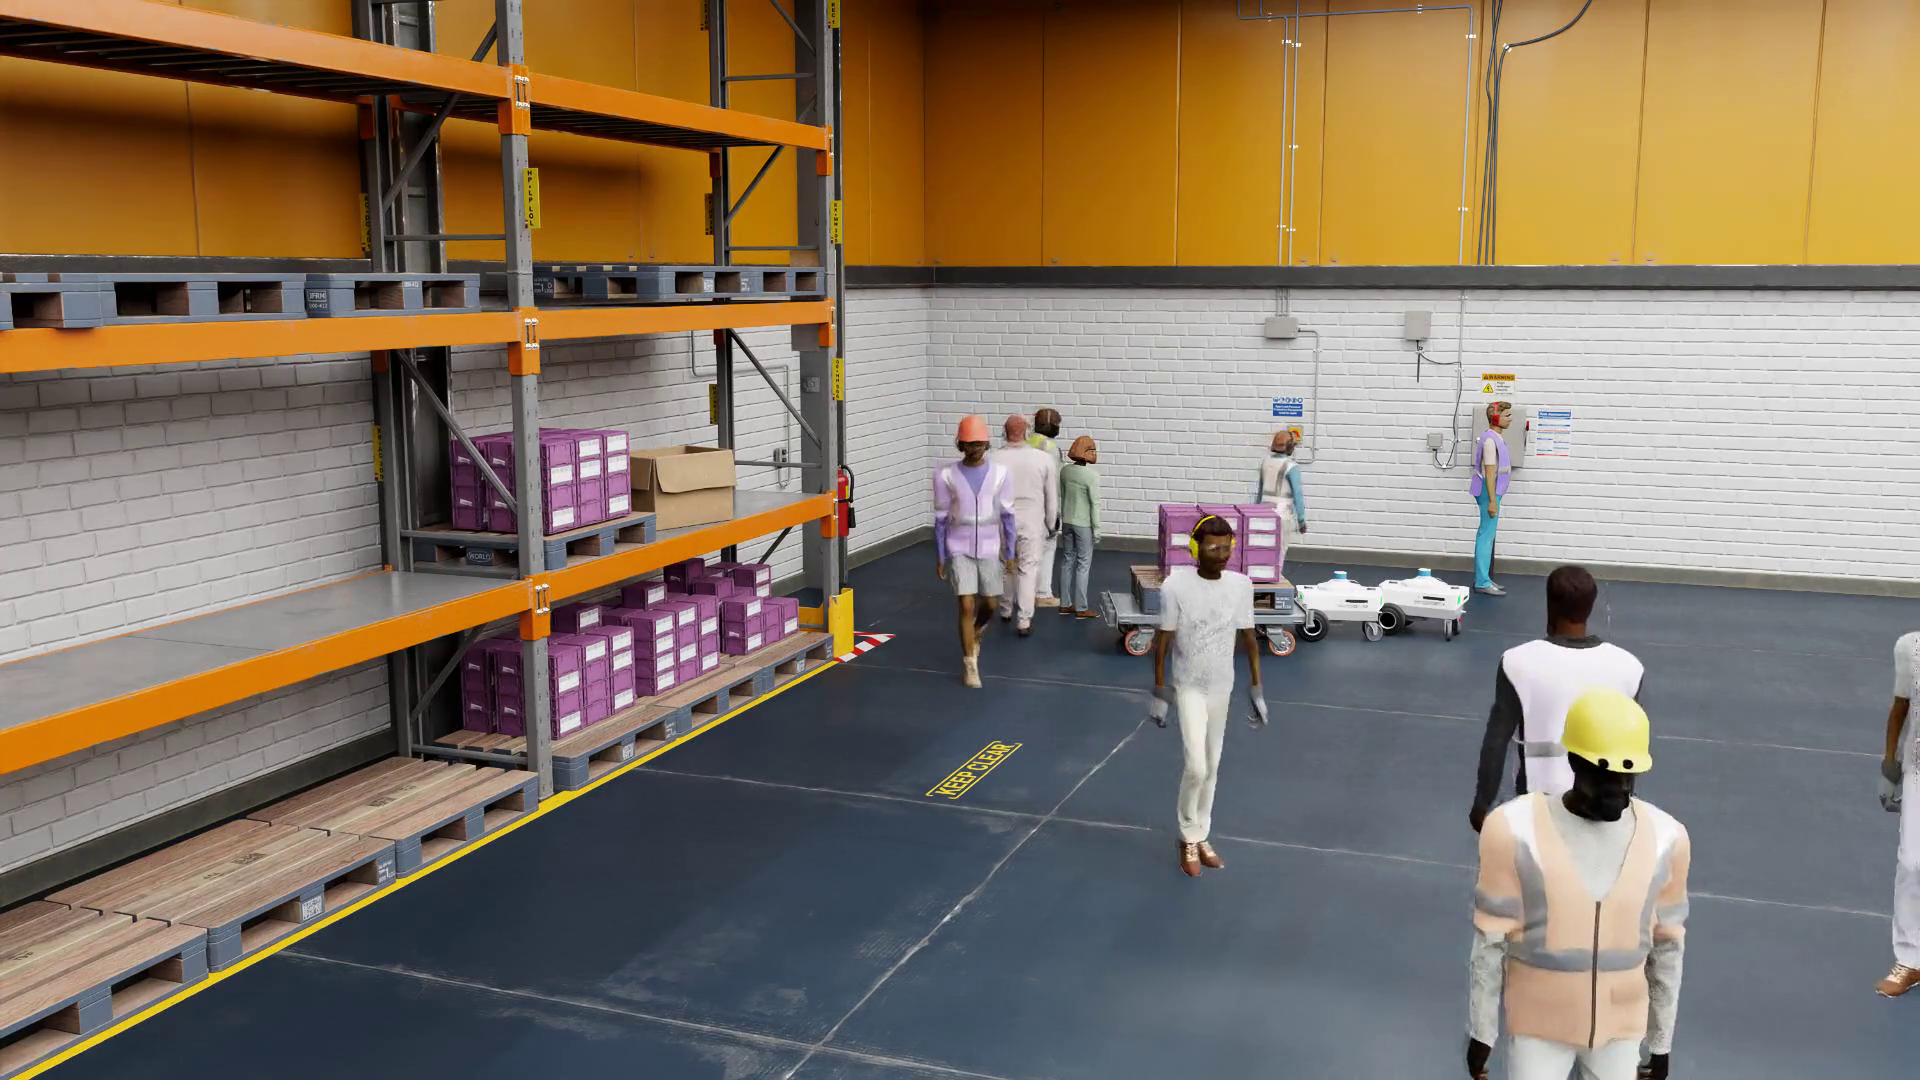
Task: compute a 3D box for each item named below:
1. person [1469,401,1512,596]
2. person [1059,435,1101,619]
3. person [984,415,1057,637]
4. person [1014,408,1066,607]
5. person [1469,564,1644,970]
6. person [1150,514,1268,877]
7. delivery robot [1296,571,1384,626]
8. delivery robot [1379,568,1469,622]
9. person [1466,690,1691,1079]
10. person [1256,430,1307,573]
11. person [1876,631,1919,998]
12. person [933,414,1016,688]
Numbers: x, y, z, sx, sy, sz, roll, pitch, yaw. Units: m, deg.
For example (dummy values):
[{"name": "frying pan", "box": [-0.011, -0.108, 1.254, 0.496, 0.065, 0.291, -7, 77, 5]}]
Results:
[{"name": "person", "box": [5.055, -0.403, 15.861, 0.389, 1.843, 0.563, 3, 10, 18]}, {"name": "person", "box": [1.064, -0.117, 14.755, 0.279, 1.624, 0.494, -7, 12, -39]}, {"name": "person", "box": [0.503, -0.131, 14.173, 0.657, 1.858, 1.027, 0, 9, 3]}, {"name": "person", "box": [0.723, -0.292, 15.278, 0.466, 1.832, 0.666, -6, 11, -31]}, {"name": "person", "box": [2.425, 1.044, 6.676, 0.642, 1.879, 0.939, -1, 9, -6]}, {"name": "person", "box": [1.258, 0.781, 8.414, 0.550, 1.844, 0.514, -3, 10, -19]}, {"name": "delivery robot", "box": [3.172, 0.506, 13.896, 0.707, 0.478, 0.477, 1, 9, 7]}, {"name": "delivery robot", "box": [3.914, 0.484, 14.037, 0.707, 0.478, 0.477, 5, 10, 28]}, {"name": "person", "box": [1.738, 1.334, 4.742, 0.611, 1.911, 0.577, 0, 9, 2]}, {"name": "person", "box": [2.926, -0.198, 15.264, 0.415, 1.622, 0.557, -4, 10, -24]}, {"name": "person", "box": [4.186, 1.002, 7.024, 0.609, 1.852, 0.546, -8, 12, -42]}, {"name": "person", "box": [0.101, 0.051, 12.472, 0.614, 2.021, 0.788, -1, 9, -9]}]
